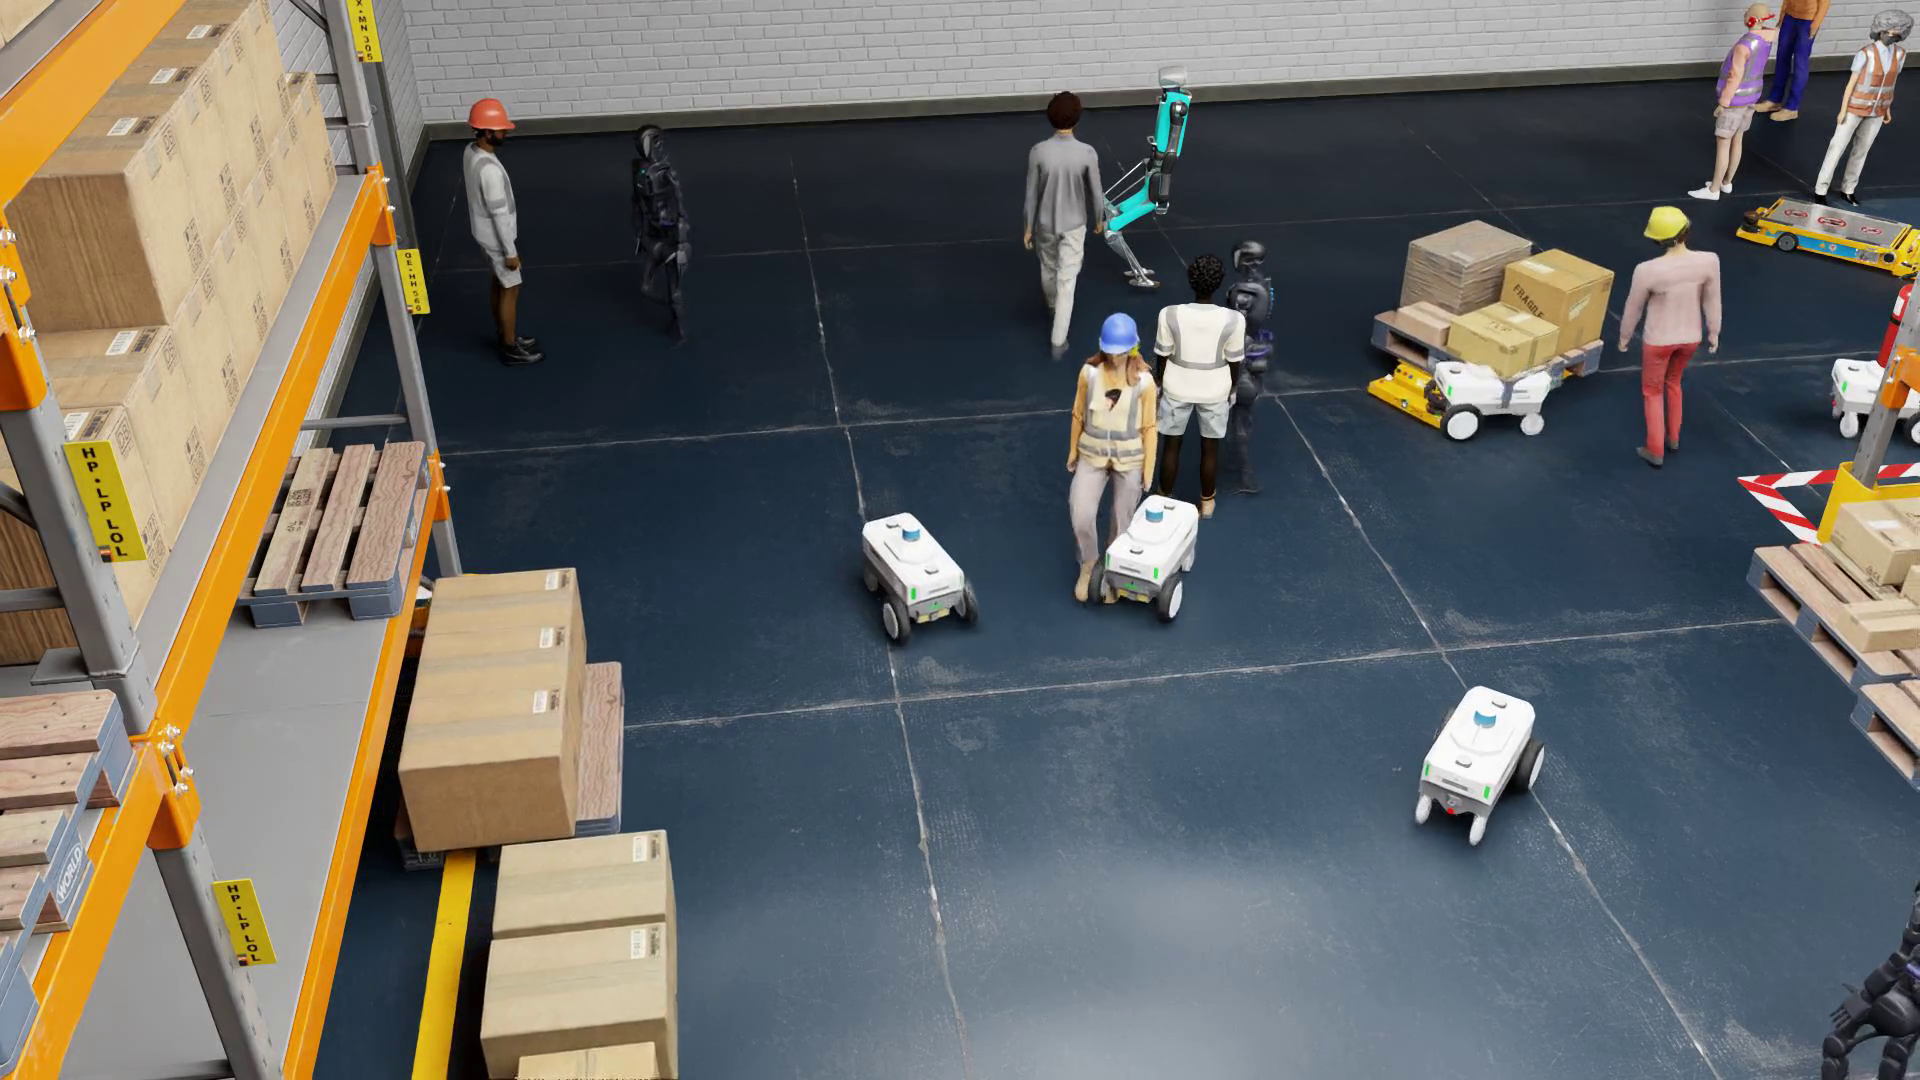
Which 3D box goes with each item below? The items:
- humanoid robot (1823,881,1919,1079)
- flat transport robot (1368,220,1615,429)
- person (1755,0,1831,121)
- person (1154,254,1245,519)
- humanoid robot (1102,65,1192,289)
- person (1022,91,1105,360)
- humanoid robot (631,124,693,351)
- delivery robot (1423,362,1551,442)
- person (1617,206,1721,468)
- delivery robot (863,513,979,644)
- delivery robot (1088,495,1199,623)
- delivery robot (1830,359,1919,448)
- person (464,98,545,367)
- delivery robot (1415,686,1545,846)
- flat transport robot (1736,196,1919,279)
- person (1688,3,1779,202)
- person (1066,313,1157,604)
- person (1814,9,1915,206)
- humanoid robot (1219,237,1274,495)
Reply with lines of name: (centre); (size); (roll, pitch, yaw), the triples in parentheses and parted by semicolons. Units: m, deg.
humanoid robot: (3.526, 1.607, 6.092); (0.586, 1.648, 0.340); (-16, 36, -23)
flat transport robot: (3.605, -1.174, 11.651); (1.431, 0.231, 0.659); (-21, 39, -29)
person: (8.130, -5.072, 16.073); (0.402, 1.973, 0.516); (-11, 35, -16)
person: (1.405, -0.894, 9.917); (0.533, 1.693, 0.320); (5, 34, 8)
humanoid robot: (1.336, -2.736, 12.579); (0.735, 1.677, 0.533); (0, 33, -1)
person: (0.746, -2.304, 11.937); (0.558, 1.844, 0.990); (6, 34, 10)
humanoid robot: (-2.111, -2.146, 11.854); (0.591, 1.650, 0.347); (25, 41, 33)
delivery robot: (3.515, -0.984, 11.112); (0.805, 0.609, 0.499); (-1, 33, -2)
person: (4.450, -1.280, 10.489); (0.595, 1.707, 0.487); (-3, 33, -4)
delivery robot: (-0.261, 0.174, 9.310); (0.499, 0.579, 0.753); (-15, 36, -22)
delivery robot: (1.085, 0.082, 9.481); (0.499, 0.612, 0.815); (15, 36, 22)
delivery robot: (6.220, -0.951, 11.066); (0.785, 0.613, 0.518); (8, 34, 12)
person: (-3.196, -2.132, 11.609); (0.387, 1.925, 0.547); (-16, 36, -23)
delivery robot: (2.492, 1.036, 8.004); (0.499, 0.595, 0.781); (20, 38, 27)
flat transport robot: (7.232, -2.497, 13.678); (1.431, 0.231, 0.659); (23, 40, 31)
person: (6.682, -3.761, 14.311); (0.481, 1.694, 0.346); (-26, 41, -34)
person: (0.811, -0.401, 9.092); (0.500, 1.760, 0.468); (8, 34, 13)
person: (7.719, -3.668, 14.171); (0.453, 1.687, 0.318); (-2, 33, -3)
humanoid robot: (1.755, -1.058, 10.188); (0.334, 1.664, 0.609); (10, 34, 15)
